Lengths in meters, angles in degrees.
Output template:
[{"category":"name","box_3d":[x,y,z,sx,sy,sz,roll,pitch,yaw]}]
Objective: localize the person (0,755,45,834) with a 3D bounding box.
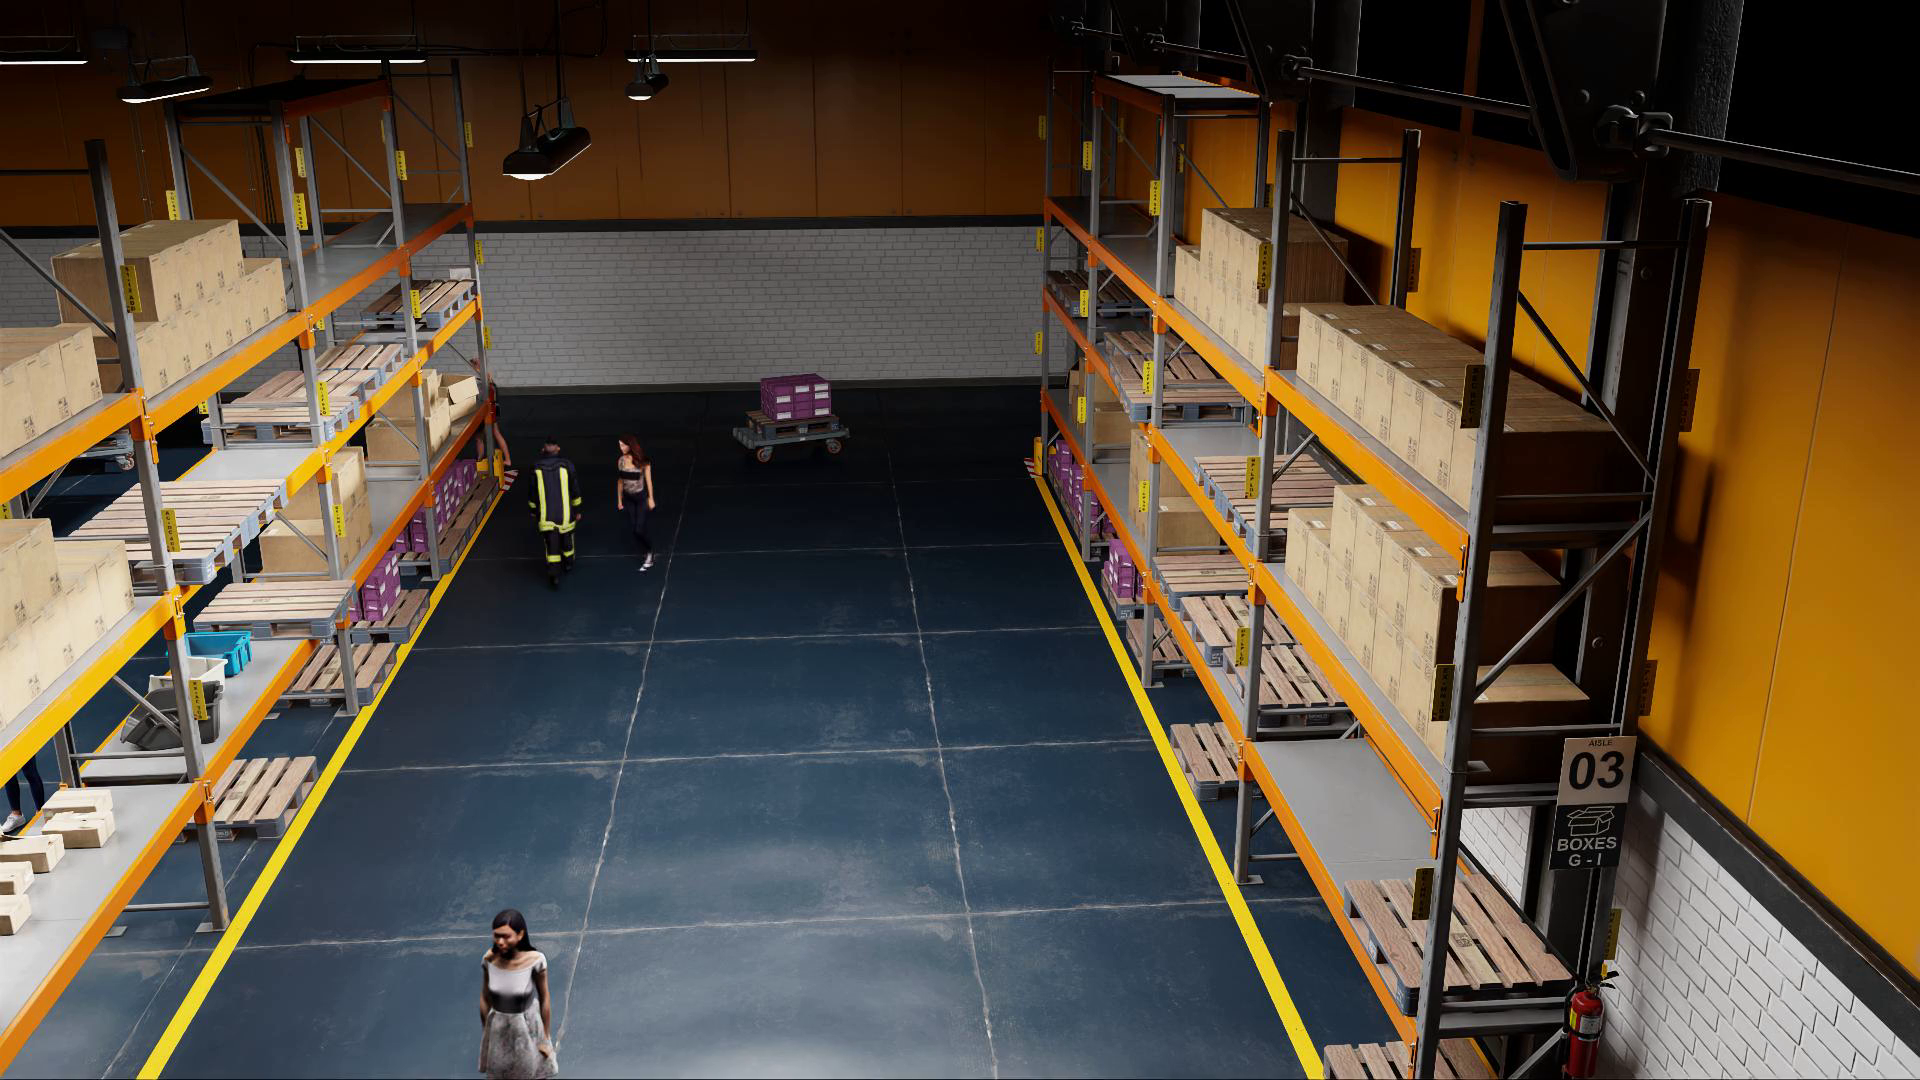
[{"category":"person","box_3d":[-8.106,1.665,14.214,0.614,1.775,0.563,1,19,3]}]

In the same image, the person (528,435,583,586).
[{"category":"person","box_3d":[-4.890,-0.335,20.081,0.911,1.819,1.192,-5,19,-15]}]

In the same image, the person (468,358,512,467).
[{"category":"person","box_3d":[-6.982,-1.866,24.846,0.802,1.681,0.799,-1,19,-3]}]

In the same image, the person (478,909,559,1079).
[{"category":"person","box_3d":[-2.690,3.041,10.126,0.684,1.774,0.677,1,19,4]}]

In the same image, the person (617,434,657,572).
[{"category":"person","box_3d":[-3.961,-0.485,20.638,0.730,1.749,0.755,6,19,17]}]
